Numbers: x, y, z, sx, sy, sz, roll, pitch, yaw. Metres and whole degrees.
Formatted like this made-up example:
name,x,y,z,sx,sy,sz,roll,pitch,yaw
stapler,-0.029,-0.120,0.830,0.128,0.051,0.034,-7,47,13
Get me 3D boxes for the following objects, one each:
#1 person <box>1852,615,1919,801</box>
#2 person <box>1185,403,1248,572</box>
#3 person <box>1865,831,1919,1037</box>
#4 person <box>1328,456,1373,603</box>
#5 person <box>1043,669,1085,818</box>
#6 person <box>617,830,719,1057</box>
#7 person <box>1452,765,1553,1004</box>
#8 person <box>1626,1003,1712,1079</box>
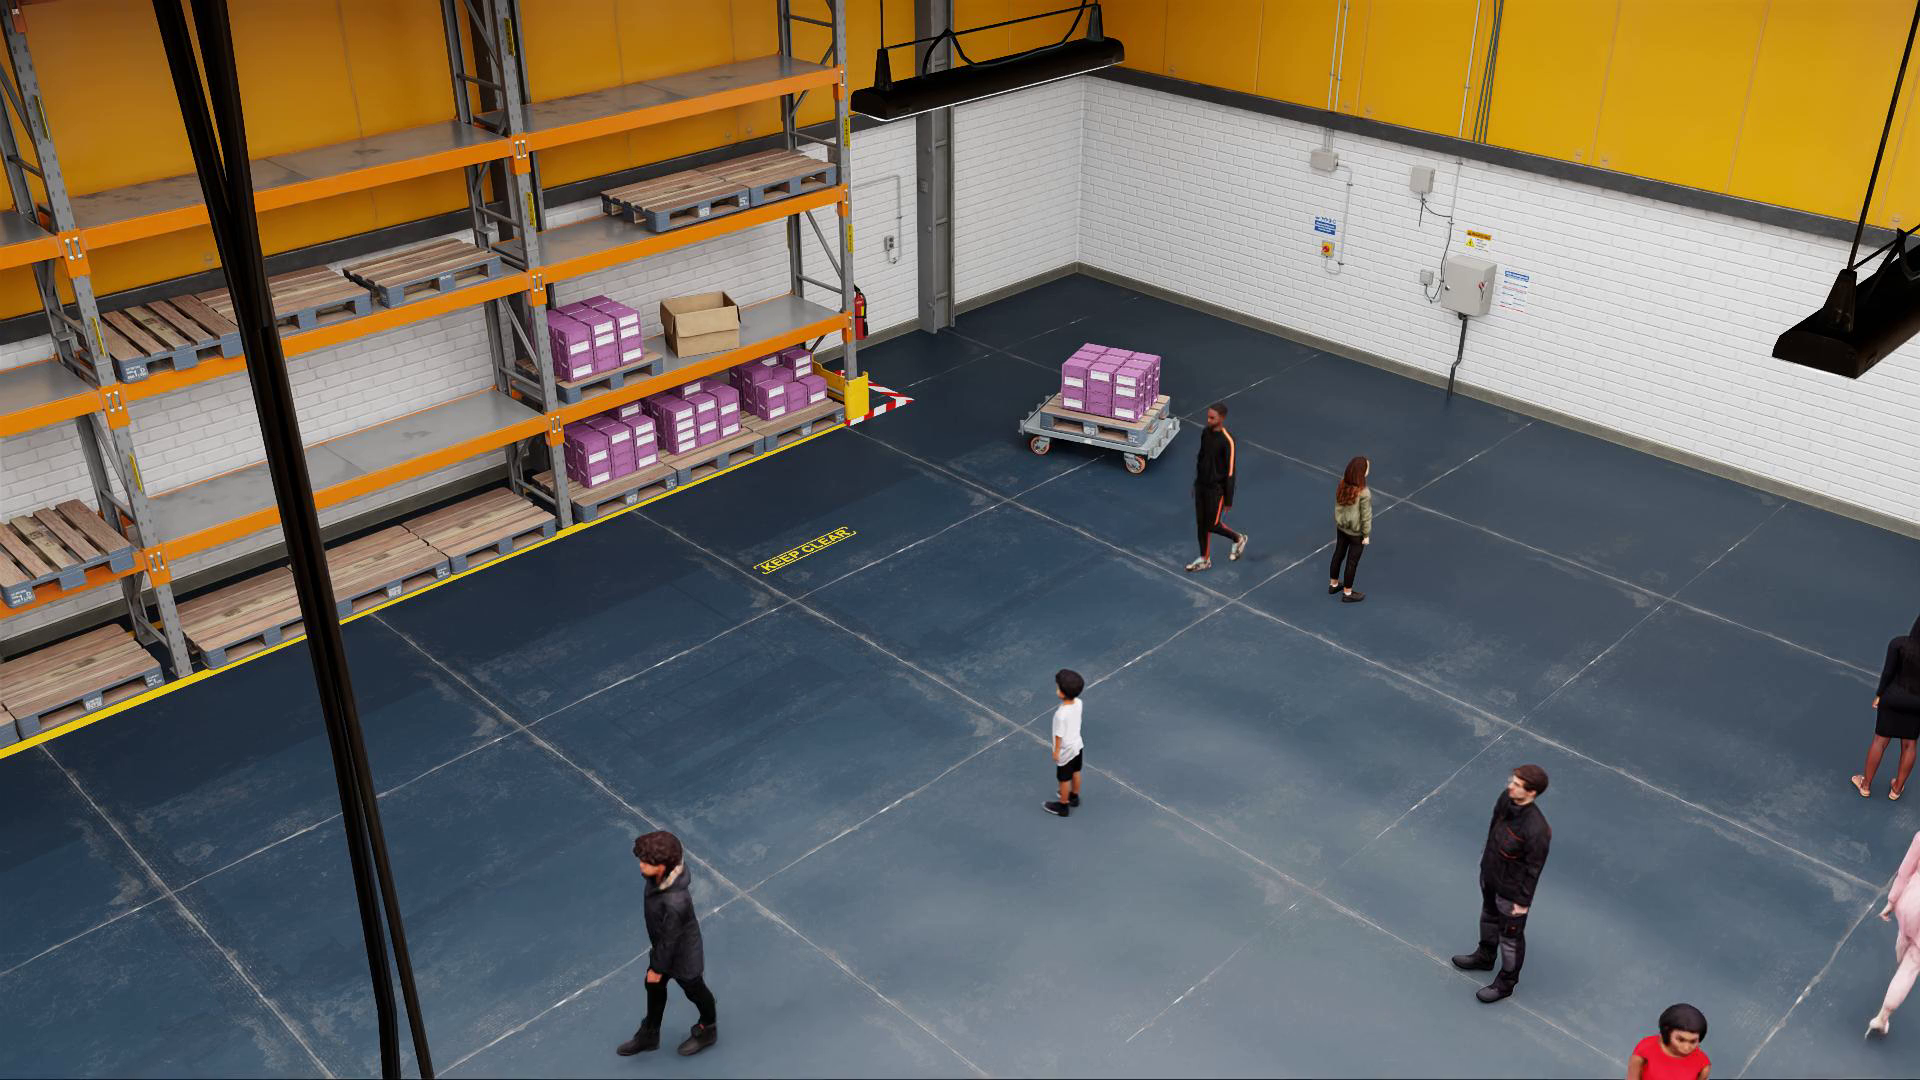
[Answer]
name,x,y,z,sx,sy,sz,roll,pitch,yaw
person,7.383,1.264,12.980,0.688,1.720,0.681,8,30,14
person,2.541,-0.520,16.176,0.960,1.793,0.789,-14,32,-24
person,6.181,2.476,10.732,1.133,1.747,0.661,-23,36,-36
person,3.713,-0.119,15.773,0.588,1.475,0.639,-15,32,-26
person,0.847,1.571,12.902,0.579,1.257,0.468,18,33,30
person,-1.721,2.561,10.572,0.948,1.750,0.758,-16,32,-26
person,3.663,2.251,11.048,0.798,1.838,0.794,-5,29,-9
person,3.878,3.238,9.395,0.917,1.689,1.187,9,30,16
